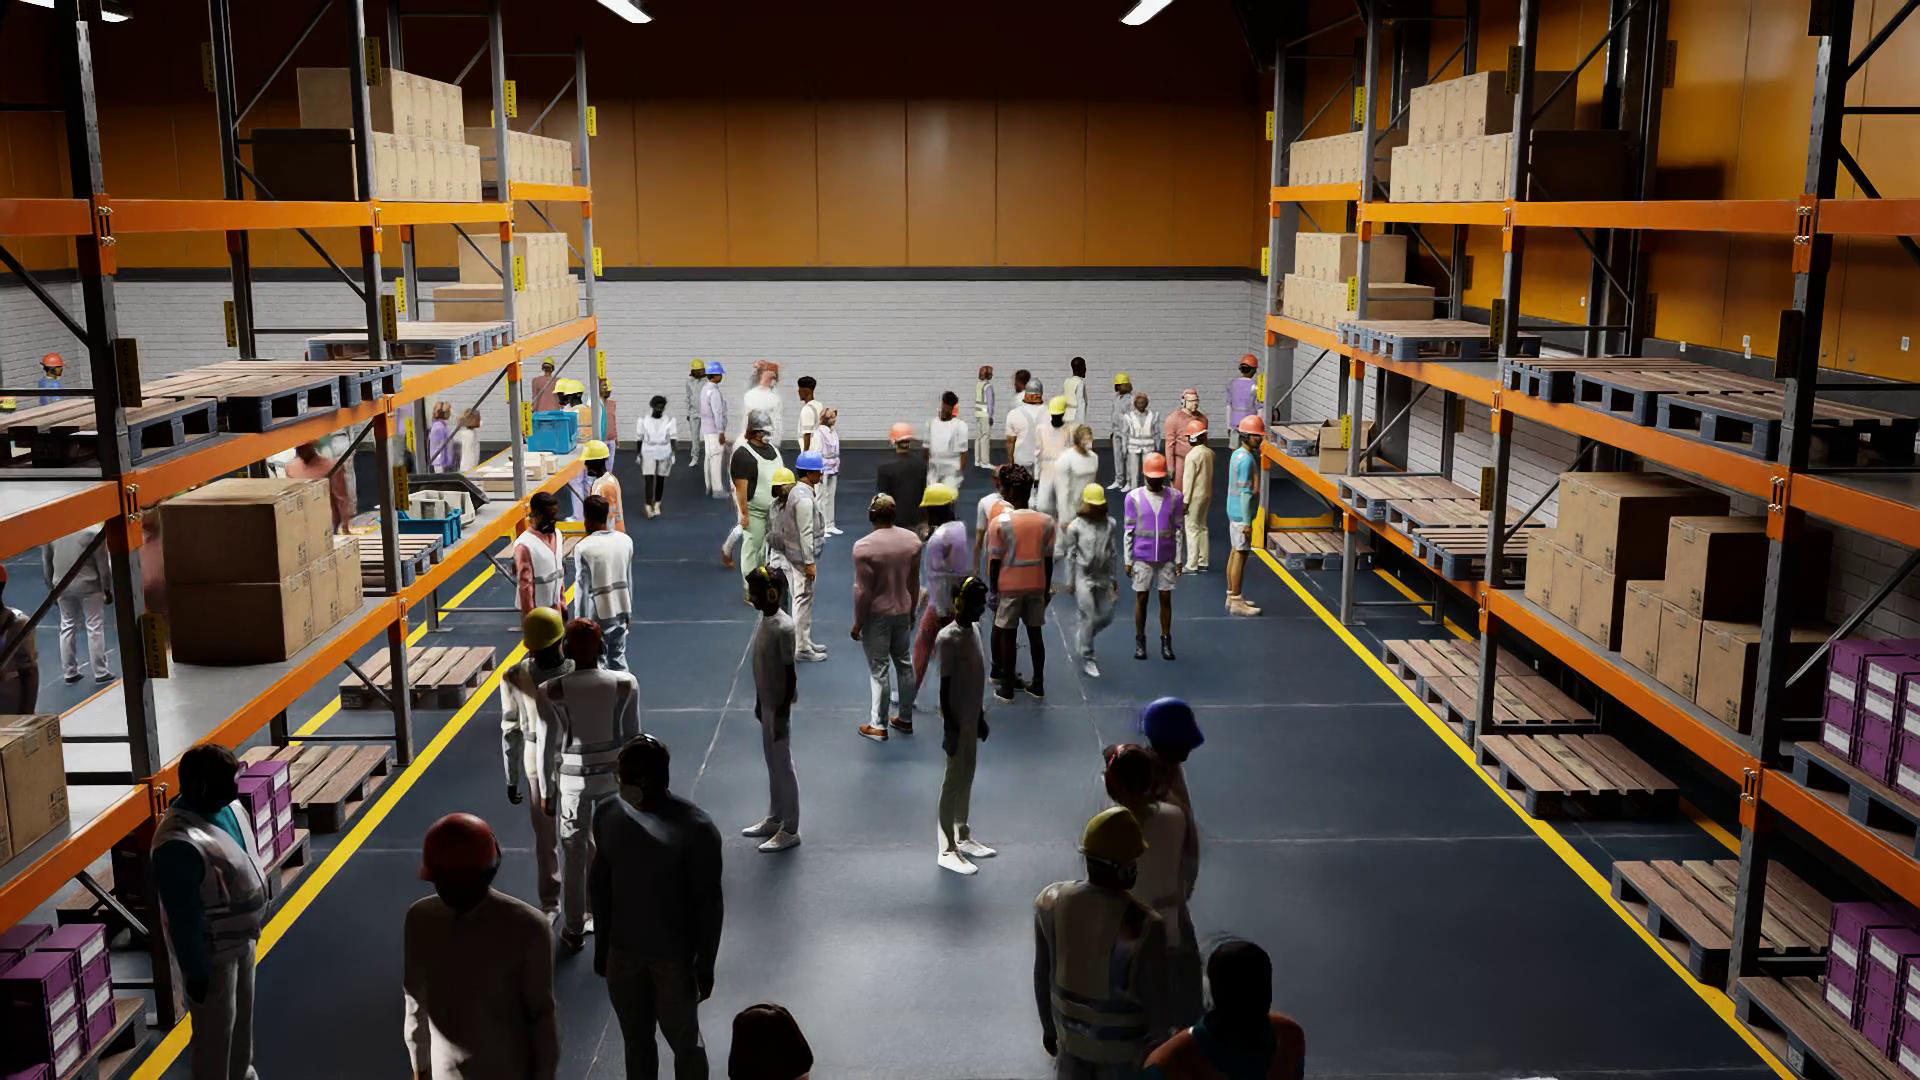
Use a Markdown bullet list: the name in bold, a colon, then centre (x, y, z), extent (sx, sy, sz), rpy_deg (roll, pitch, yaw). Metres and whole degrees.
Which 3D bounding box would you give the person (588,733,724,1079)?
- **person**: centre (-1.306, 1.754, 7.093), extent (0.635, 1.938, 0.359), rpy_deg (5, 12, 24)

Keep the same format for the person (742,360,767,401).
- **person**: centre (-2.954, -1.730, 24.686), extent (0.400, 1.896, 0.654), rpy_deg (6, 13, 26)

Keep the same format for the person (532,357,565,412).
- **person**: centre (-6.595, -2.064, 26.710), extent (0.534, 1.756, 0.342), rpy_deg (-2, 11, -9)

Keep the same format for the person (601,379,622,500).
- **person**: centre (-4.972, -1.395, 23.325), extent (0.318, 1.766, 0.535), rpy_deg (6, 13, 29)

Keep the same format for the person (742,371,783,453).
- **person**: centre (-2.782, -1.403, 23.088), extent (0.694, 1.876, 0.621), rpy_deg (7, 13, 31)

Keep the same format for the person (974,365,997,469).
- **person**: centre (0.391, -1.954, 26.437), extent (0.315, 1.640, 0.515), rpy_deg (-5, 12, -22)

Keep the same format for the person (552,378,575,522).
- **person**: centre (-5.088, -1.149, 21.687), extent (0.386, 1.922, 0.594), rpy_deg (0, 11, 0)

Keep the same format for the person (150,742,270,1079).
- **person**: centre (-3.257, 1.766, 7.315), extent (0.429, 1.833, 0.635), rpy_deg (-1, 11, -3)

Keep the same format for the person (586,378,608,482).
- **person**: centre (-5.008, -1.366, 23.000), extent (0.342, 1.839, 0.503), rpy_deg (-2, 11, -8)

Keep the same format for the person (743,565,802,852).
- **person**: centre (-1.210, 1.072, 10.705), extent (0.326, 1.865, 0.518), rpy_deg (-5, 12, -24)

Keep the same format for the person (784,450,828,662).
- **person**: centre (-1.396, 0.145, 15.171), extent (0.414, 1.939, 0.605), rpy_deg (-2, 11, -9)

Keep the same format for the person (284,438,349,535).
- **person**: centre (-6.500, -0.218, 16.900), extent (0.651, 1.967, 0.689), rpy_deg (2, 11, 9)

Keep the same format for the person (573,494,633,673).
- **person**: centre (-2.775, 0.593, 13.008), extent (0.410, 1.908, 0.598), rpy_deg (7, 13, 30)

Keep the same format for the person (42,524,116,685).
- **person**: centre (-7.627, 0.389, 14.422), extent (0.565, 1.745, 0.348), rpy_deg (0, 11, 0)

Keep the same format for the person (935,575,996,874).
- **person**: centre (0.034, 1.134, 10.394), extent (0.329, 1.865, 0.510), rpy_deg (5, 12, 24)

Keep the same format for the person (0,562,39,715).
- **person**: centre (-6.124, 1.052, 10.613), extent (0.543, 1.939, 0.360), rpy_deg (4, 12, 20)

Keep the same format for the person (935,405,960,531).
- **person**: centre (-0.173, -0.876, 20.790), extent (0.355, 1.737, 0.576), rpy_deg (-4, 12, -18)

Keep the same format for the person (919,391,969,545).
- **person**: centre (-0.194, -0.849, 20.166), extent (0.654, 1.938, 0.386), rpy_deg (6, 13, 29)

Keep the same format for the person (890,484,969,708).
- **person**: centre (-0.223, 0.472, 13.638), extent (0.898, 1.887, 0.598), rpy_deg (6, 13, 27)

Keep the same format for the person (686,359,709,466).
- **person**: centre (-4.156, -2.027, 26.577), extent (0.484, 1.734, 0.342), rpy_deg (3, 12, 14)

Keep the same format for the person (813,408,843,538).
- **person**: centre (-1.678, -0.856, 20.959), extent (0.313, 1.633, 0.516), rpy_deg (6, 13, 26)

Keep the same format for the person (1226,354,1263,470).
- **person**: centre (4.114, -1.656, 23.970), extent (0.603, 2.035, 0.414), rpy_deg (8, 14, 34)

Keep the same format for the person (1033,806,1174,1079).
- **person**: centre (0.573, 1.926, 6.500), extent (0.598, 1.830, 0.403), rpy_deg (8, 14, 36)

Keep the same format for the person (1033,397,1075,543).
- **person**: centre (1.130, -0.759, 19.775), extent (0.616, 1.902, 0.507), rpy_deg (5, 12, 23)

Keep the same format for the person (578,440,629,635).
- **person**: centre (-3.437, -0.015, 16.031), extent (0.409, 1.917, 0.585), rpy_deg (-4, 12, -21)

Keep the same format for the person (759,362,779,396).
- **person**: centre (-2.797, -1.670, 24.417), extent (0.342, 1.882, 0.581), rpy_deg (3, 12, 13)

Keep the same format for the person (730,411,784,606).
- **person**: centre (-2.033, -0.339, 17.333), extent (0.539, 2.000, 0.688), rpy_deg (6, 13, 29)

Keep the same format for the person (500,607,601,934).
- **person**: centre (-2.296, 1.300, 9.447), extent (0.591, 1.911, 0.398), rpy_deg (-1, 11, -4)

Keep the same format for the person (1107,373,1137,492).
- **person**: centre (2.373, -1.575, 24.301), extent (0.326, 1.740, 0.493), rpy_deg (-9, 14, -37)

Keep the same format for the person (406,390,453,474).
- **person**: centre (-7.906, -1.735, 24.588), extent (1.018, 1.951, 0.643), rpy_deg (6, 13, 26)

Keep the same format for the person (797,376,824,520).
- **person**: centre (-1.932, -1.167, 21.709), extent (0.385, 1.957, 0.606), rpy_deg (2, 12, 11)

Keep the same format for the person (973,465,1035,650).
- **person**: centre (0.434, 0.206, 15.181), extent (0.629, 1.820, 0.643), rpy_deg (-6, 13, -29)
